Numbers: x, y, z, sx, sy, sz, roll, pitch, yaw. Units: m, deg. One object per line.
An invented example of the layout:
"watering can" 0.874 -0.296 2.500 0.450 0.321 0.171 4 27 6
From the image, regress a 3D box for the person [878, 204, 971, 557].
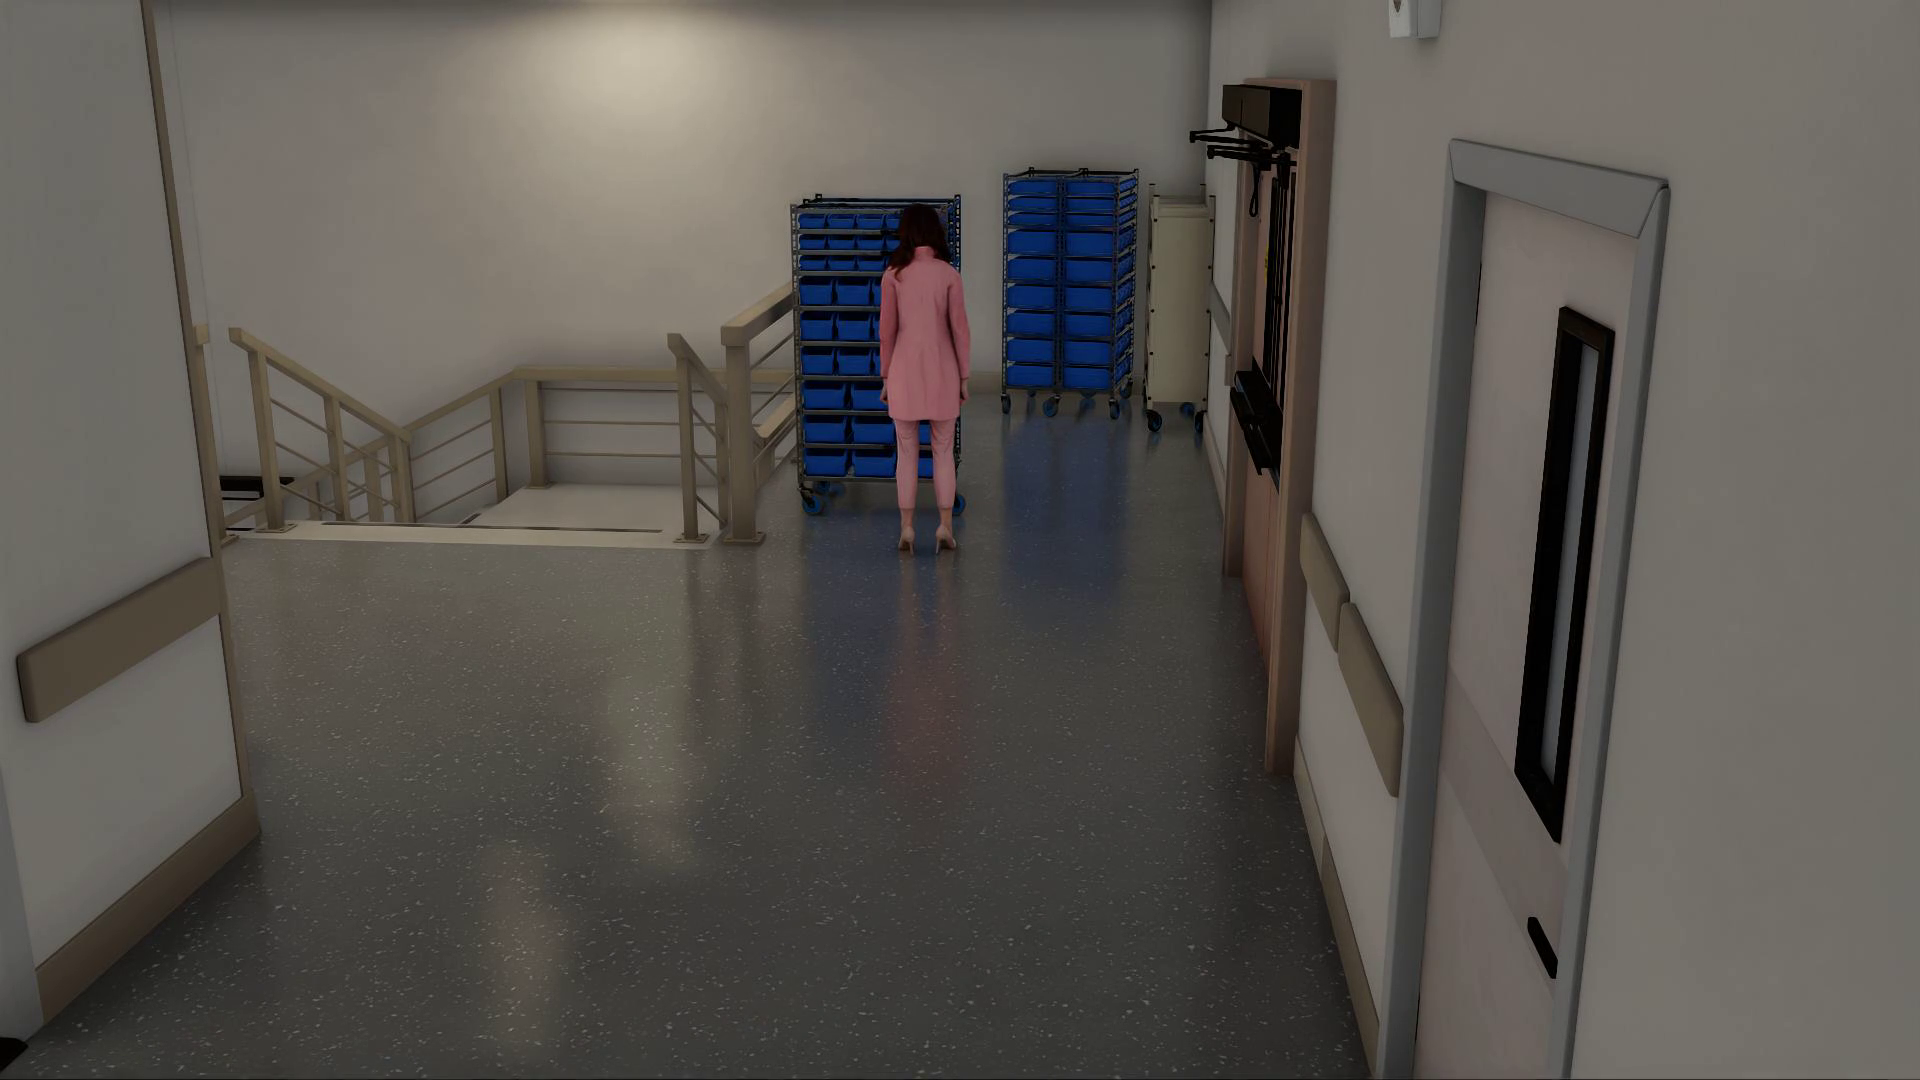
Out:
"person" -0.195 -0.815 8.561 0.635 1.800 0.538 0 16 0
